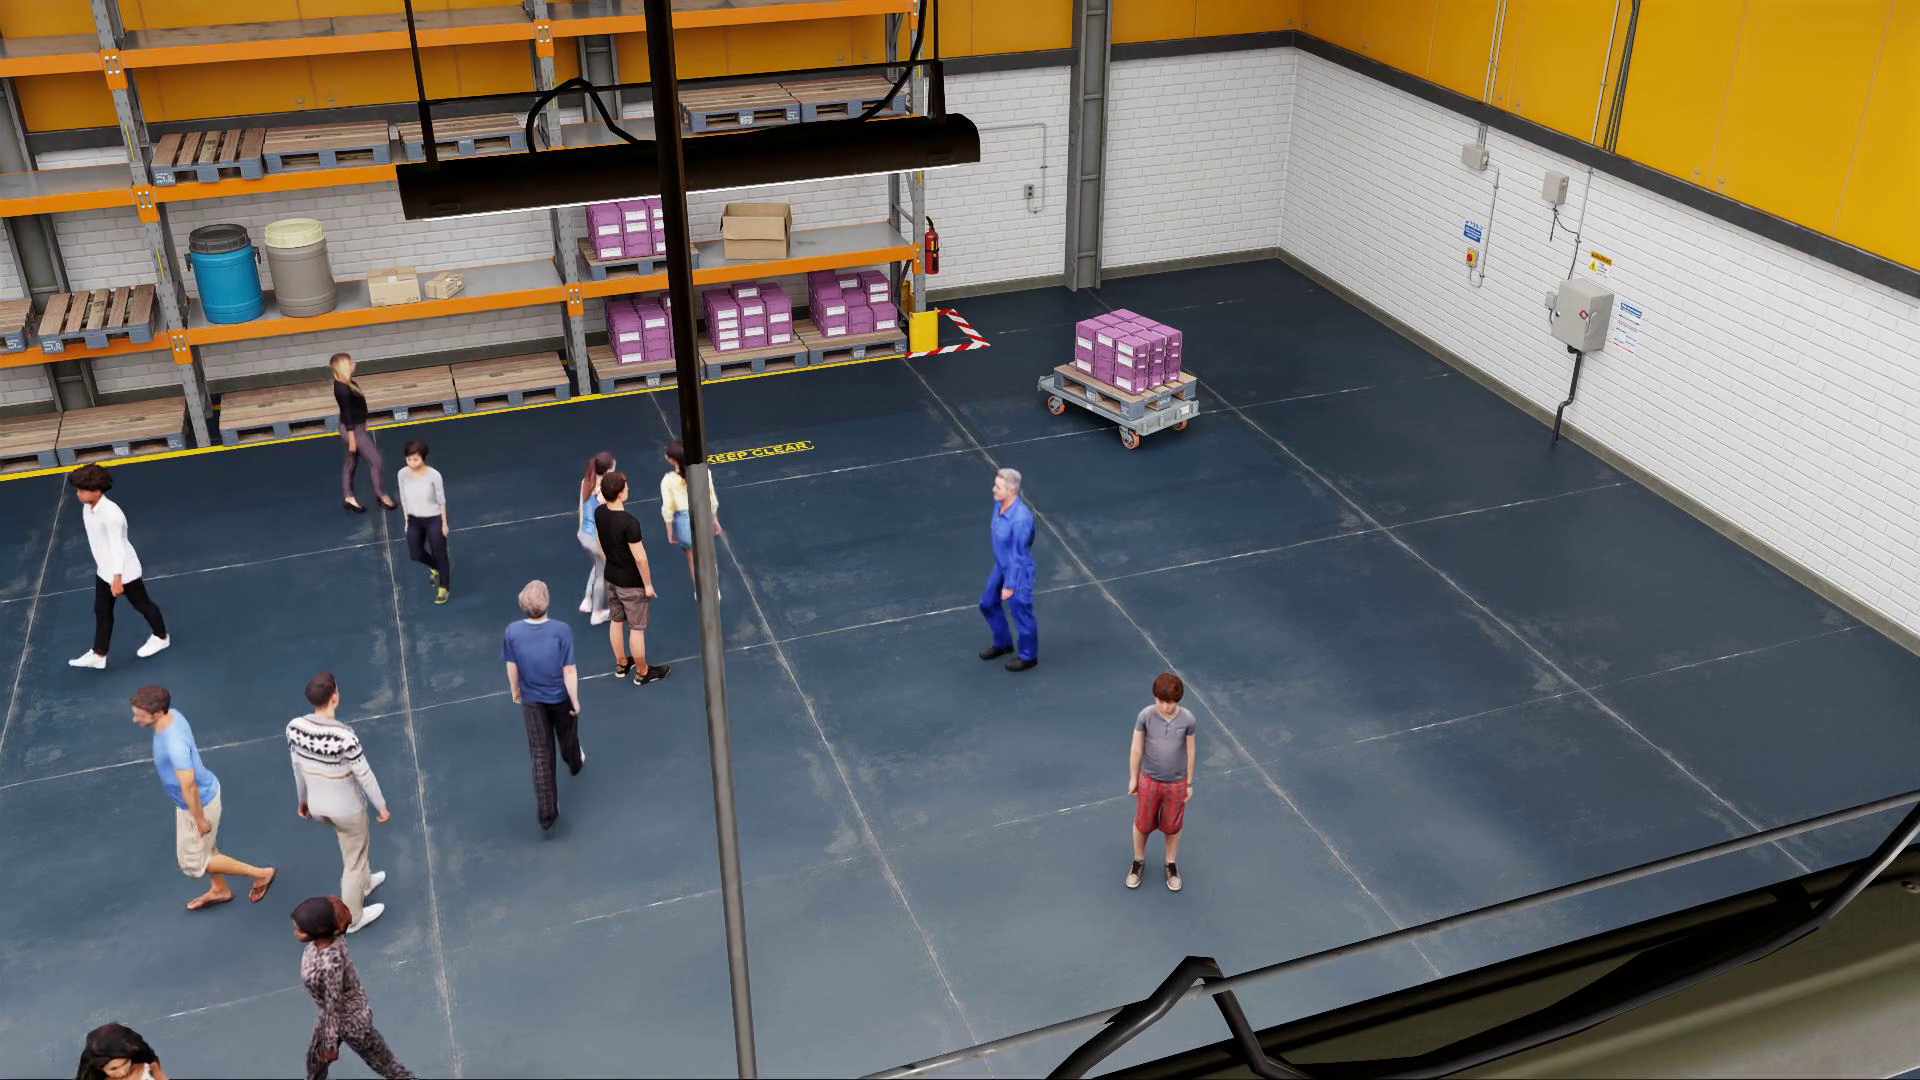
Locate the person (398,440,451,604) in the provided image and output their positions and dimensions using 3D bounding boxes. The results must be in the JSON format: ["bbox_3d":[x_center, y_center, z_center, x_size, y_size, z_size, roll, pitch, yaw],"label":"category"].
[{"bbox_3d":[-4.631,-0.208,14.530,0.693,1.541,0.748,3,29,6],"label":"person"}]

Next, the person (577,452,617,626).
[{"bbox_3d":[-3.102,0.027,14.053,0.728,1.585,0.771,16,32,27],"label":"person"}]

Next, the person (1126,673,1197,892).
[{"bbox_3d":[1.353,1.590,11.120,0.604,1.651,0.720,3,29,6],"label":"person"}]

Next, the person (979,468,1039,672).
[{"bbox_3d":[0.524,0.231,13.439,0.674,1.815,0.736,-12,31,-21],"label":"person"}]

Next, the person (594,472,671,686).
[{"bbox_3d":[-2.683,0.296,13.271,0.764,1.862,0.778,20,34,32],"label":"person"}]

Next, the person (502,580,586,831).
[{"bbox_3d":[-2.919,1.181,11.696,1.208,1.817,0.950,-2,29,-3],"label":"person"}]

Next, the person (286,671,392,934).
[{"bbox_3d":[-4.042,1.740,10.657,0.954,1.830,1.014,12,31,21],"label":"person"}]

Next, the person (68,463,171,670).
[{"bbox_3d":[-6.800,0.182,13.566,1.000,1.779,1.135,19,34,31],"label":"person"}]

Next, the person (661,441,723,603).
[{"bbox_3d":[-2.259,-0.078,14.218,0.651,1.612,0.778,-14,32,-25],"label":"person"}]

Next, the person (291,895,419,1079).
[{"bbox_3d":[-3.285,2.632,9.191,1.126,1.669,0.669,-12,31,-21],"label":"person"}]

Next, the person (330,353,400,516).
[{"bbox_3d":[-5.863,-0.976,15.819,0.750,1.655,0.651,-14,32,-24],"label":"person"}]

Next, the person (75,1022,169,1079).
[{"bbox_3d":[-4.217,3.022,8.555,0.648,1.593,0.745,-24,36,-36],"label":"person"}]

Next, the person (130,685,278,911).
[{"bbox_3d":[-4.865,1.675,10.764,0.838,1.842,0.674,-9,30,-16],"label":"person"}]
